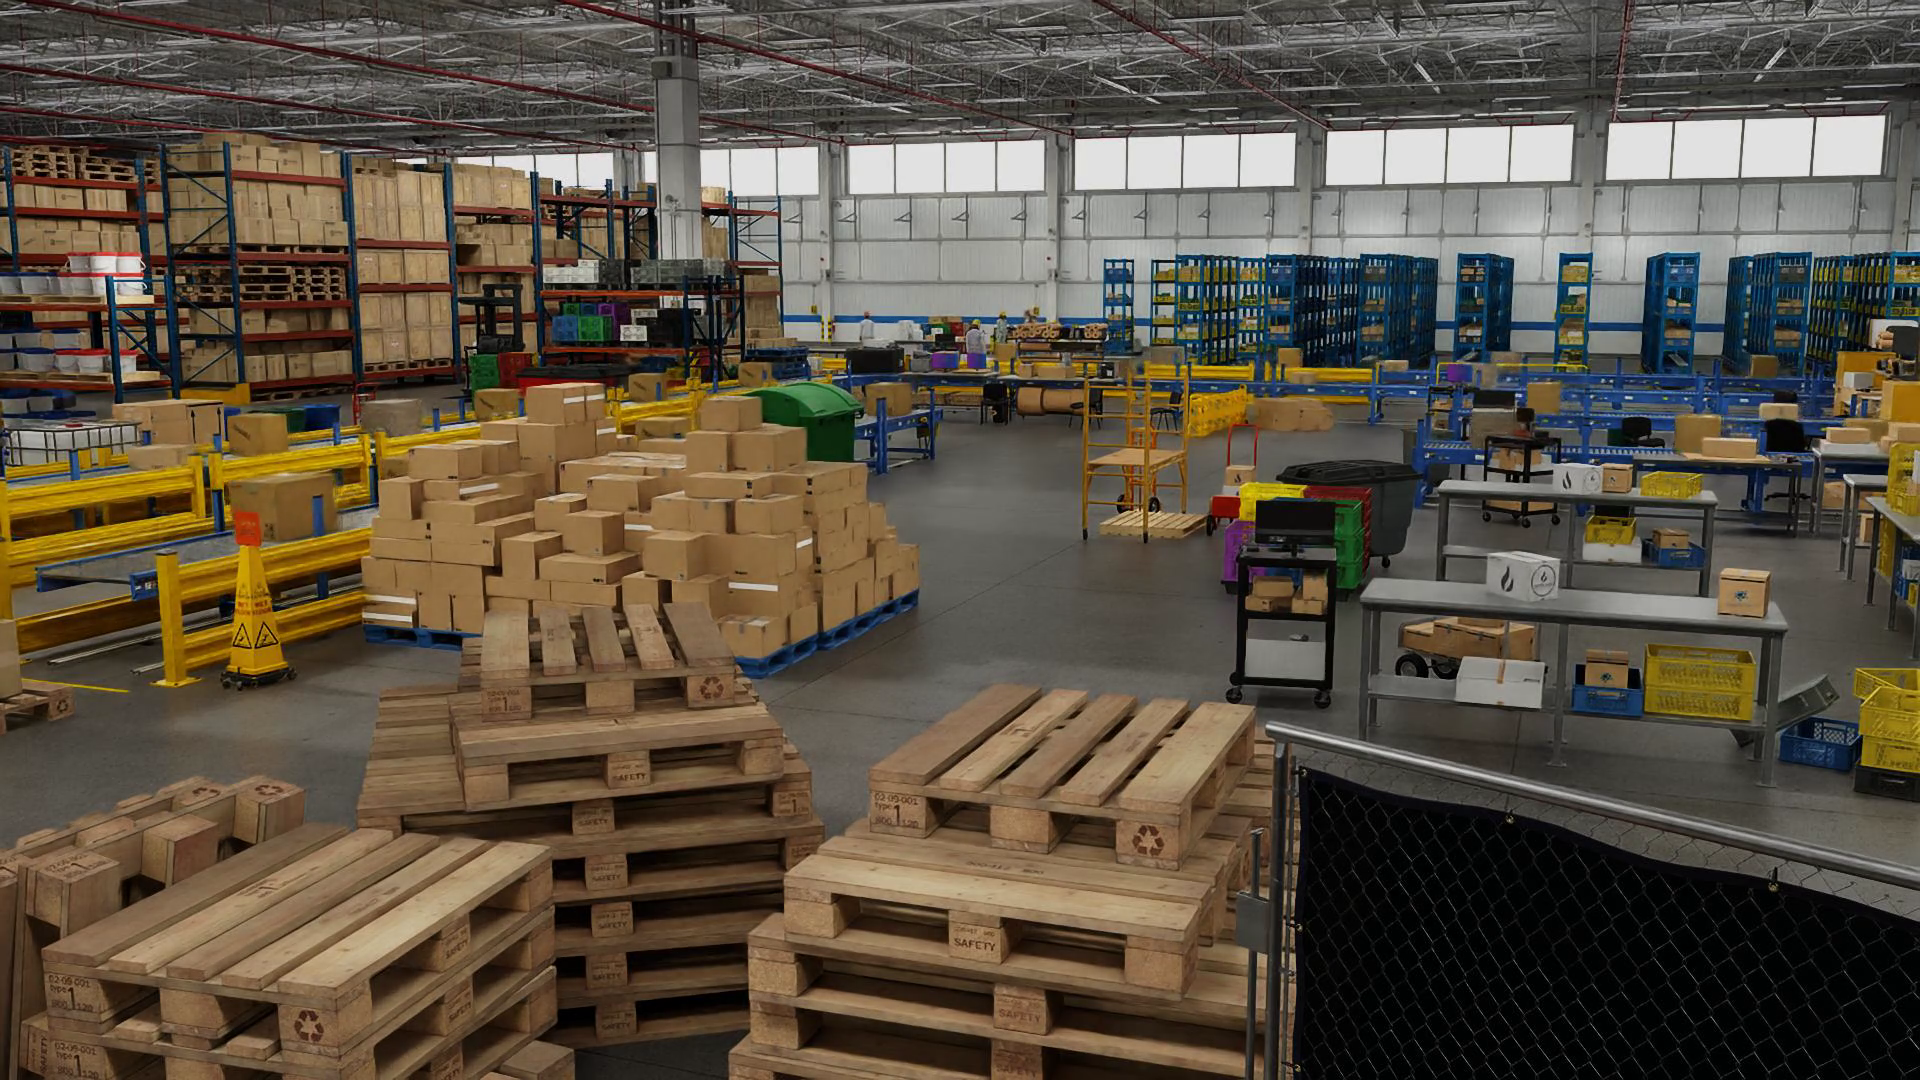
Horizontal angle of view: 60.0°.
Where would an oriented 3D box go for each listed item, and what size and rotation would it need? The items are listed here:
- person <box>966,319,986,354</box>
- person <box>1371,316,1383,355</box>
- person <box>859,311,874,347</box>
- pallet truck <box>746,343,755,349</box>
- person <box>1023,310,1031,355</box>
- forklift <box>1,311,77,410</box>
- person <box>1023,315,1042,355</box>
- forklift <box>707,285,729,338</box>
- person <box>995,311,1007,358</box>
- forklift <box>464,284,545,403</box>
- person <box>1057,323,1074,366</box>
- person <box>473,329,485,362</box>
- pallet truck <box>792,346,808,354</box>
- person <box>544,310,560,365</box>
[{"bbox_3d":[0.459,-5.193,45.966,0.586,1.836,0.404,5,10,29],"label":"person"},{"bbox_3d":[13.488,-6.376,53.585,0.581,1.788,0.953,2,9,12],"label":"person"},{"bbox_3d":[-3.386,-7.373,59.956,0.585,1.733,0.382,-5,10,-28],"label":"person"},{"bbox_3d":[-6.183,-4.618,44.264,1.601,1.201,0.680,-9,12,-43],"label":"pallet truck"},{"bbox_3d":[2.374,-6.849,56.262,0.572,1.871,0.694,3,9,17],"label":"person"},{"bbox_3d":[-20.830,-4.260,36.835,1.873,2.768,1.129,-2,9,-11],"label":"forklift"},{"bbox_3d":[2.201,-5.843,50.066,0.573,1.830,0.444,-5,10,-26],"label":"person"},{"bbox_3d":[-8.196,-6.774,52.625,1.129,2.768,1.873,3,10,20],"label":"forklift"},{"bbox_3d":[1.539,-7.510,60.849,0.485,1.736,0.361,-8,12,-40],"label":"person"},{"bbox_3d":[-10.832,-4.702,39.610,1.129,2.768,1.873,3,10,20],"label":"forklift"},{"bbox_3d":[2.395,-3.912,37.571,0.395,1.945,0.618,-1,9,-7],"label":"person"},{"bbox_3d":[-12.044,-4.483,41.973,0.321,1.694,0.534,7,12,39],"label":"person"},{"bbox_3d":[-3.705,-4.298,42.022,0.653,1.274,1.630,3,10,20],"label":"pallet truck"},{"bbox_3d":[-13.802,-6.767,55.781,0.655,1.854,0.985,4,10,25],"label":"person"}]
